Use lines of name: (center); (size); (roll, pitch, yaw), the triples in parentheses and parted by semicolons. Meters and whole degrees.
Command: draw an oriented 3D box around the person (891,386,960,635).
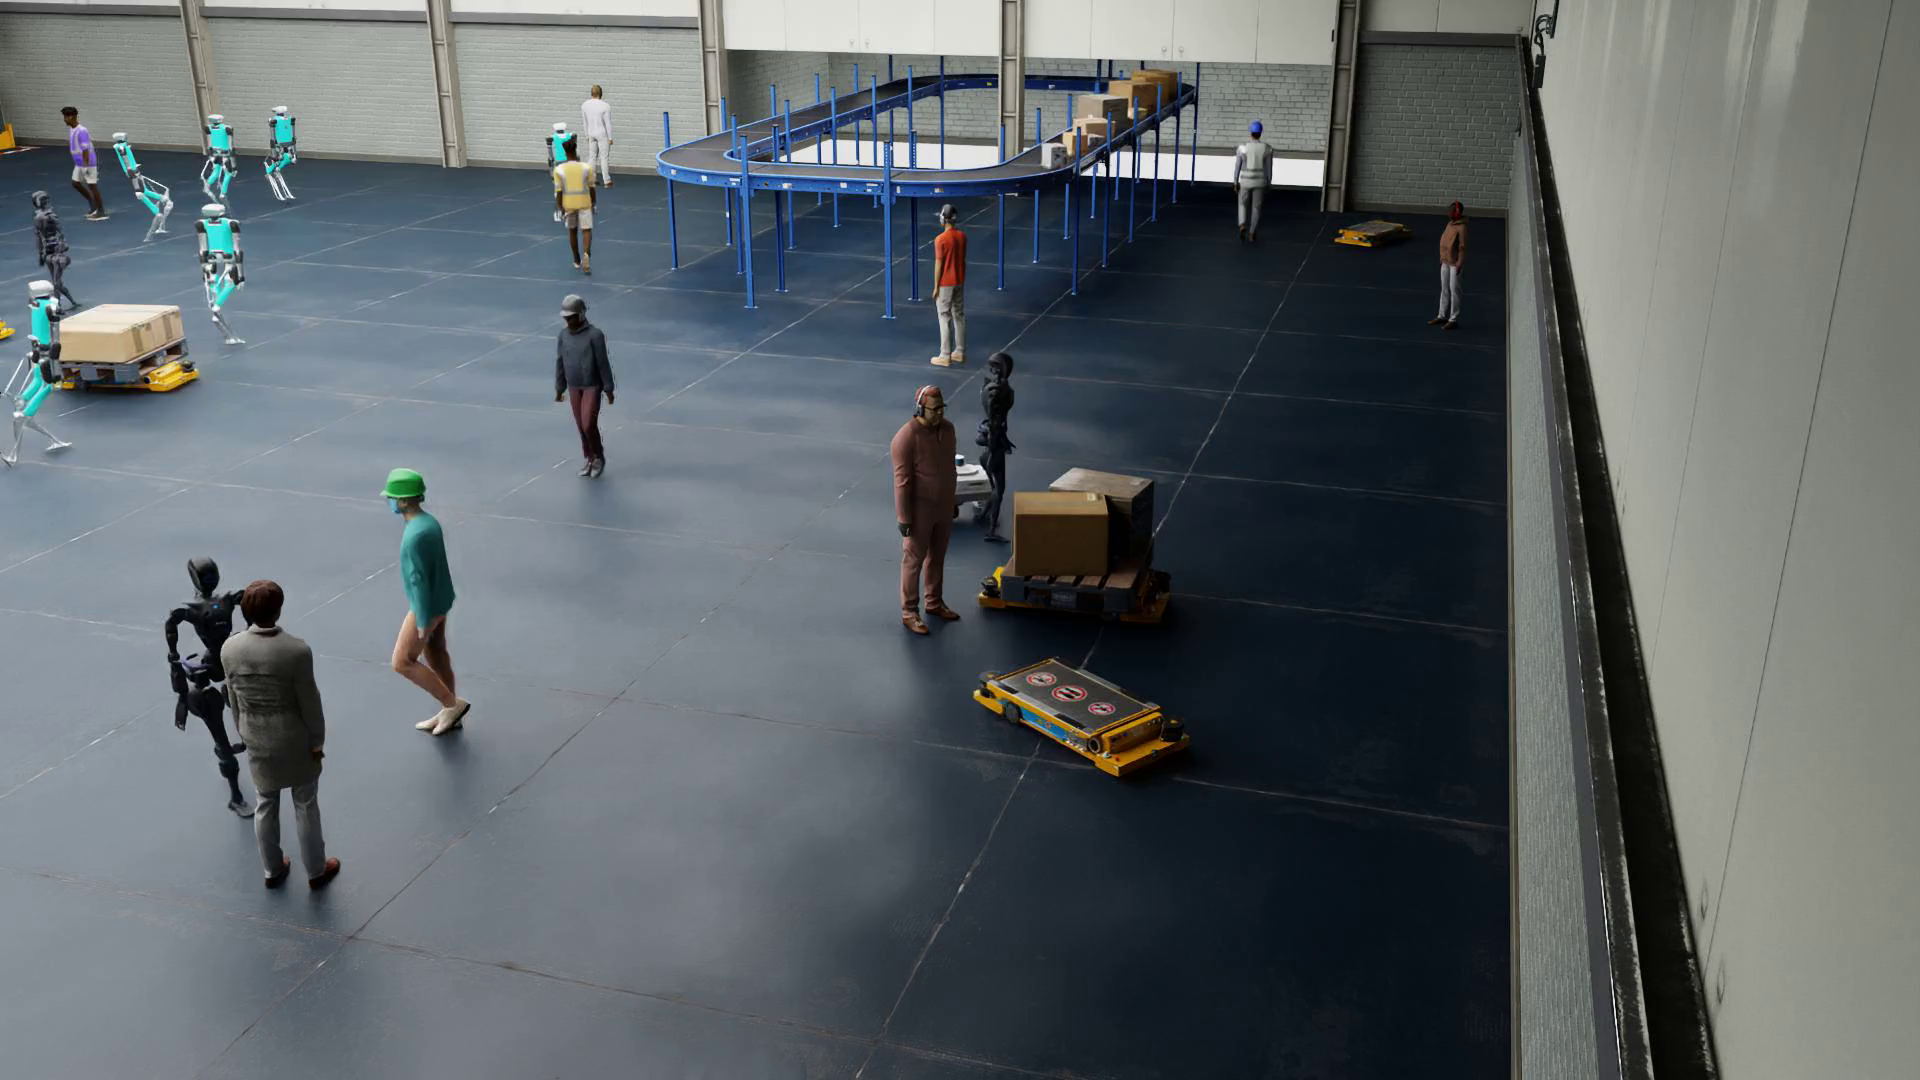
person: (-0.222, -0.242, 12.531); (0.406, 1.905, 0.651); (17, 27, 37)

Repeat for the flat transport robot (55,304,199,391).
flat transport robot: (-9.607, -1.896, 19.095); (1.431, 0.231, 0.659); (2, 21, 5)

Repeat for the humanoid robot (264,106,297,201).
humanoid robot: (-12.384, -7.021, 30.162); (0.735, 1.677, 0.533); (12, 24, 28)

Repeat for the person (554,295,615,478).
person: (-3.596, -1.448, 15.806); (0.593, 1.793, 0.463); (8, 23, 21)

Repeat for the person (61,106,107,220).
person: (-15.119, -6.494, 28.691); (0.623, 1.947, 0.438); (19, 28, 41)

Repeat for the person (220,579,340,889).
person: (-3.748, 1.089, 9.199); (0.502, 1.827, 0.364); (0, 21, 1)

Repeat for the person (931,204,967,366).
person: (-0.139, -3.037, 19.793); (0.417, 1.906, 0.474); (19, 28, 41)

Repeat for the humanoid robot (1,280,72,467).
humanoid robot: (-9.203, -1.583, 16.326); (0.566, 1.837, 0.897); (18, 28, 39)

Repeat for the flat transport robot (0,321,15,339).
flat transport robot: (-12.508, -2.484, 20.619); (0.659, 0.231, 1.431); (3, 21, 9)

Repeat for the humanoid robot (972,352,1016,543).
humanoid robot: (0.276, -0.837, 14.412); (0.392, 1.636, 0.612); (4, 22, 11)

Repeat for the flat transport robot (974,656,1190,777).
flat transport robot: (0.798, 1.156, 11.179); (0.659, 0.231, 1.431); (-17, 27, -36)

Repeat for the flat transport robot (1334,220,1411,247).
flat transport robot: (6.750, -4.997, 27.137); (0.659, 0.231, 1.431); (17, 27, 37)

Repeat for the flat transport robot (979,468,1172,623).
flat transport robot: (0.923, 0.390, 13.165); (1.431, 0.231, 0.659); (6, 22, 14)

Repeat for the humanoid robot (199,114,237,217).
humanoid robot: (-12.895, -6.421, 28.841); (0.540, 1.830, 0.736); (5, 22, 13)

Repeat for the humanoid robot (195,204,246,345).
humanoid robot: (-9.105, -3.178, 20.373); (0.530, 1.775, 0.787); (0, 21, 0)

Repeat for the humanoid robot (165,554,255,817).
humanoid robot: (-4.514, 0.834, 10.073); (0.624, 1.635, 0.616); (18, 27, 38)

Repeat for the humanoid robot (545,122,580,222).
humanoid robot: (-6.791, -6.210, 28.337); (0.558, 1.844, 0.865); (-10, 23, -24)

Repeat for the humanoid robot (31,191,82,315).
humanoid robot: (-12.108, -3.832, 22.196); (0.594, 1.641, 0.519); (13, 24, 29)

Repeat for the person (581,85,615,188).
person: (-6.964, -7.771, 32.037); (0.622, 1.931, 0.366); (7, 22, 18)

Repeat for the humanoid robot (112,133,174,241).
humanoid robot: (-13.174, -5.723, 27.040); (0.846, 1.790, 0.542); (-9, 23, -21)

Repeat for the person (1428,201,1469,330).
person: (6.364, -3.551, 21.466); (0.327, 1.647, 0.459); (-6, 22, -15)

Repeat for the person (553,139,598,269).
person: (-5.718, -4.995, 24.819); (0.612, 1.936, 0.804); (-4, 22, -11)

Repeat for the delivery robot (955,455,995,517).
delivery robot: (-0.043, -0.465, 14.994); (0.772, 0.600, 0.525); (-5, 22, -12)

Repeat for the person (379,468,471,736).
person: (-3.519, 0.430, 10.848); (0.433, 1.857, 0.565); (-3, 21, -7)

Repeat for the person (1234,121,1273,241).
person: (4.730, -5.775, 26.845); (0.622, 1.930, 0.550); (3, 21, 7)
